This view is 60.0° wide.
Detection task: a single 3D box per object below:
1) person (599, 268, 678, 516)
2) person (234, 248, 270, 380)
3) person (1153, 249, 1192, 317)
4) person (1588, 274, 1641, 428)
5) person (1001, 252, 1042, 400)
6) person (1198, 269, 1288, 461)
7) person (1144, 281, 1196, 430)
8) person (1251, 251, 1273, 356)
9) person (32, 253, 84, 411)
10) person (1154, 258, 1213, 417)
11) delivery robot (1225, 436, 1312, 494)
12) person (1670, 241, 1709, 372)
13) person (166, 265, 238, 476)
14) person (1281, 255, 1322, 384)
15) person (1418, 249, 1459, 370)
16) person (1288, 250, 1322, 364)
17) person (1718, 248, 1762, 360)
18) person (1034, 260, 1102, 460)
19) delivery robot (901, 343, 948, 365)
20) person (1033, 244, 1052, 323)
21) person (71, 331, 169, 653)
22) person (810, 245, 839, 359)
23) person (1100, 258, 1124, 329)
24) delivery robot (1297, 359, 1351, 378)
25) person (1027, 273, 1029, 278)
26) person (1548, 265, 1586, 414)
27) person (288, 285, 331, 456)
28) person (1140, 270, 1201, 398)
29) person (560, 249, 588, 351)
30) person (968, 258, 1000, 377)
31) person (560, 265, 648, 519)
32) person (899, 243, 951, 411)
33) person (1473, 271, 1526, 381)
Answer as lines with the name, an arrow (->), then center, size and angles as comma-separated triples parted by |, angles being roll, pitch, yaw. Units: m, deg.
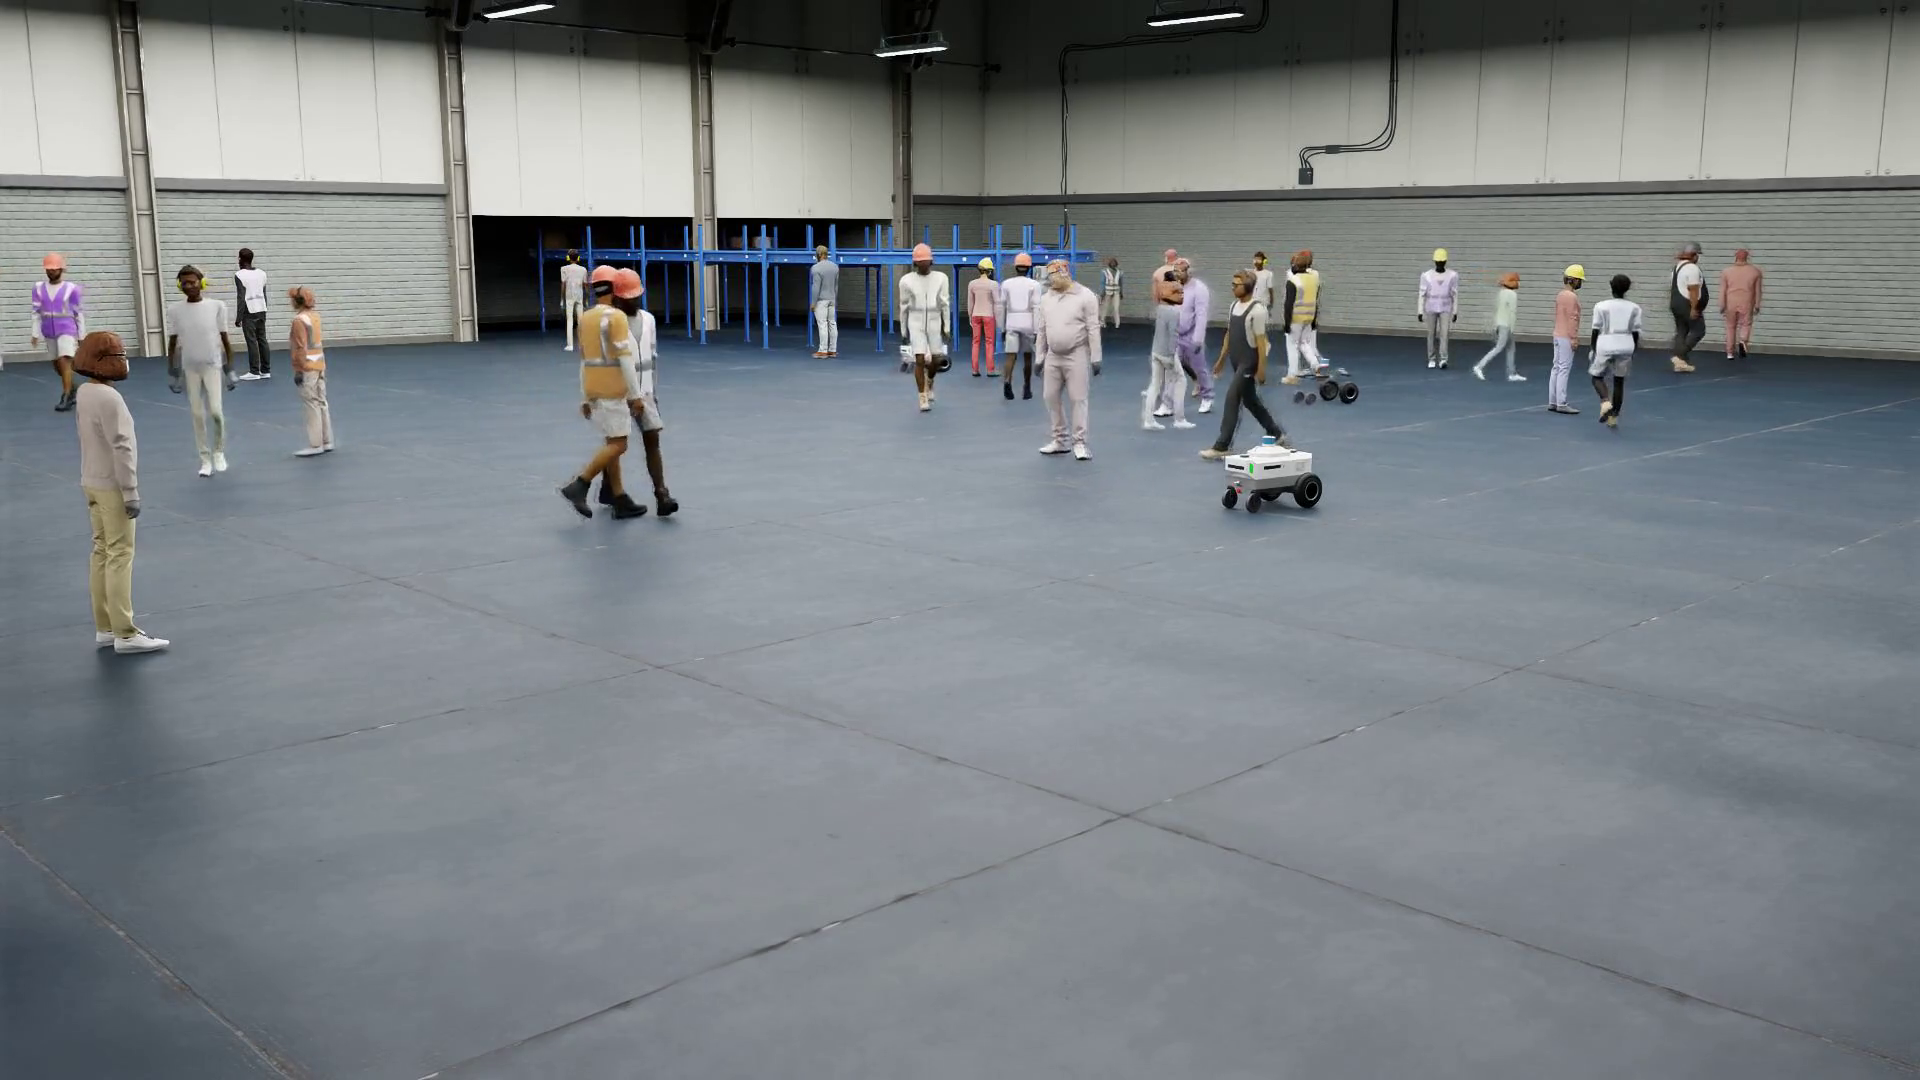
person -> -2.502, -1.122, 12.637 | 0.975, 1.881, 0.575 | 10, 14, 43
person -> -10.457, -3.340, 24.571 | 0.391, 1.920, 0.587 | 3, 11, 17
person -> 3.455, -3.769, 27.019 | 0.673, 1.880, 0.435 | 3, 11, 18
person -> 7.208, -2.069, 18.273 | 0.545, 1.684, 0.424 | 1, 10, 3
person -> 0.765, -2.752, 21.420 | 0.552, 1.904, 0.880 | 3, 11, 14
person -> 2.751, -1.675, 15.825 | 0.952, 1.810, 0.528 | -3, 11, -16
person -> 2.314, -2.003, 18.134 | 0.663, 1.606, 0.526 | -4, 11, -22
person -> 5.179, -4.056, 28.689 | 0.506, 1.842, 0.892 | 10, 14, 43
person -> -11.016, -2.564, 20.397 | 0.548, 1.908, 0.875 | -1, 10, -5
person -> 2.706, -2.409, 19.699 | 0.654, 1.855, 1.015 | 10, 14, 42
delivery robot -> 2.420, -0.570, 13.053 | 0.707, 0.478, 0.477 | -7, 13, -34
person -> 11.284, -3.595, 25.749 | 0.536, 2.000, 0.706 | 0, 10, -1
person -> -6.688, -1.490, 14.660 | 0.565, 1.853, 0.419 | -3, 11, -14
person -> 4.846, -3.126, 23.631 | 0.633, 1.828, 0.522 | -8, 13, -36
person -> 7.562, -3.638, 26.306 | 0.617, 1.873, 0.967 | 2, 11, 13
person -> 5.712, -3.850, 27.527 | 0.597, 1.849, 0.872 | 8, 13, 36
person -> 13.248, -4.010, 28.282 | 0.663, 1.894, 0.516 | 5, 11, 25
person -> 1.023, -1.724, 15.894 | 0.717, 1.877, 0.399 | 8, 13, 36
delivery robot -> -0.559, -2.940, 25.975 | 0.707, 0.478, 0.477 | -5, 12, -26
person -> 1.797, -5.381, 35.752 | 0.622, 1.930, 0.825 | -10, 14, -43
person -> -4.316, -0.247, 8.489 | 0.501, 1.633, 0.279 | 10, 14, 43
person -> -2.353, -4.118, 28.775 | 0.371, 1.936, 0.627 | 8, 13, 36
person -> 3.439, -5.606, 37.806 | 0.555, 1.598, 0.809 | -2, 11, -11
delivery robot -> 4.641, -2.188, 21.165 | 0.698, 0.223, 0.335 | -5, 11, -23
person -> 1.690, -5.641, 37.726 | 0.530, 1.697, 0.321 | -5, 12, -27
person -> 7.269, -2.399, 19.884 | 0.327, 1.760, 0.523 | 0, 10, 1
person -> -6.281, -1.635, 16.048 | 0.309, 1.637, 0.522 | 0, 10, -2
person -> 2.831, -2.681, 21.694 | 0.834, 1.668, 0.537 | 1, 10, 5
person -> -7.128, -4.432, 30.698 | 0.517, 1.865, 0.327 | -6, 12, -28
person -> 0.373, -3.341, 25.012 | 0.533, 1.762, 0.328 | 6, 12, 29
person -> -2.703, -1.085, 12.384 | 0.610, 1.890, 0.704 | 10, 14, 44
person -> -0.432, -2.588, 20.196 | 0.621, 2.019, 0.601 | -2, 11, -9
person -> 7.893, -3.116, 24.232 | 0.797, 1.601, 0.500 | 0, 10, -2
